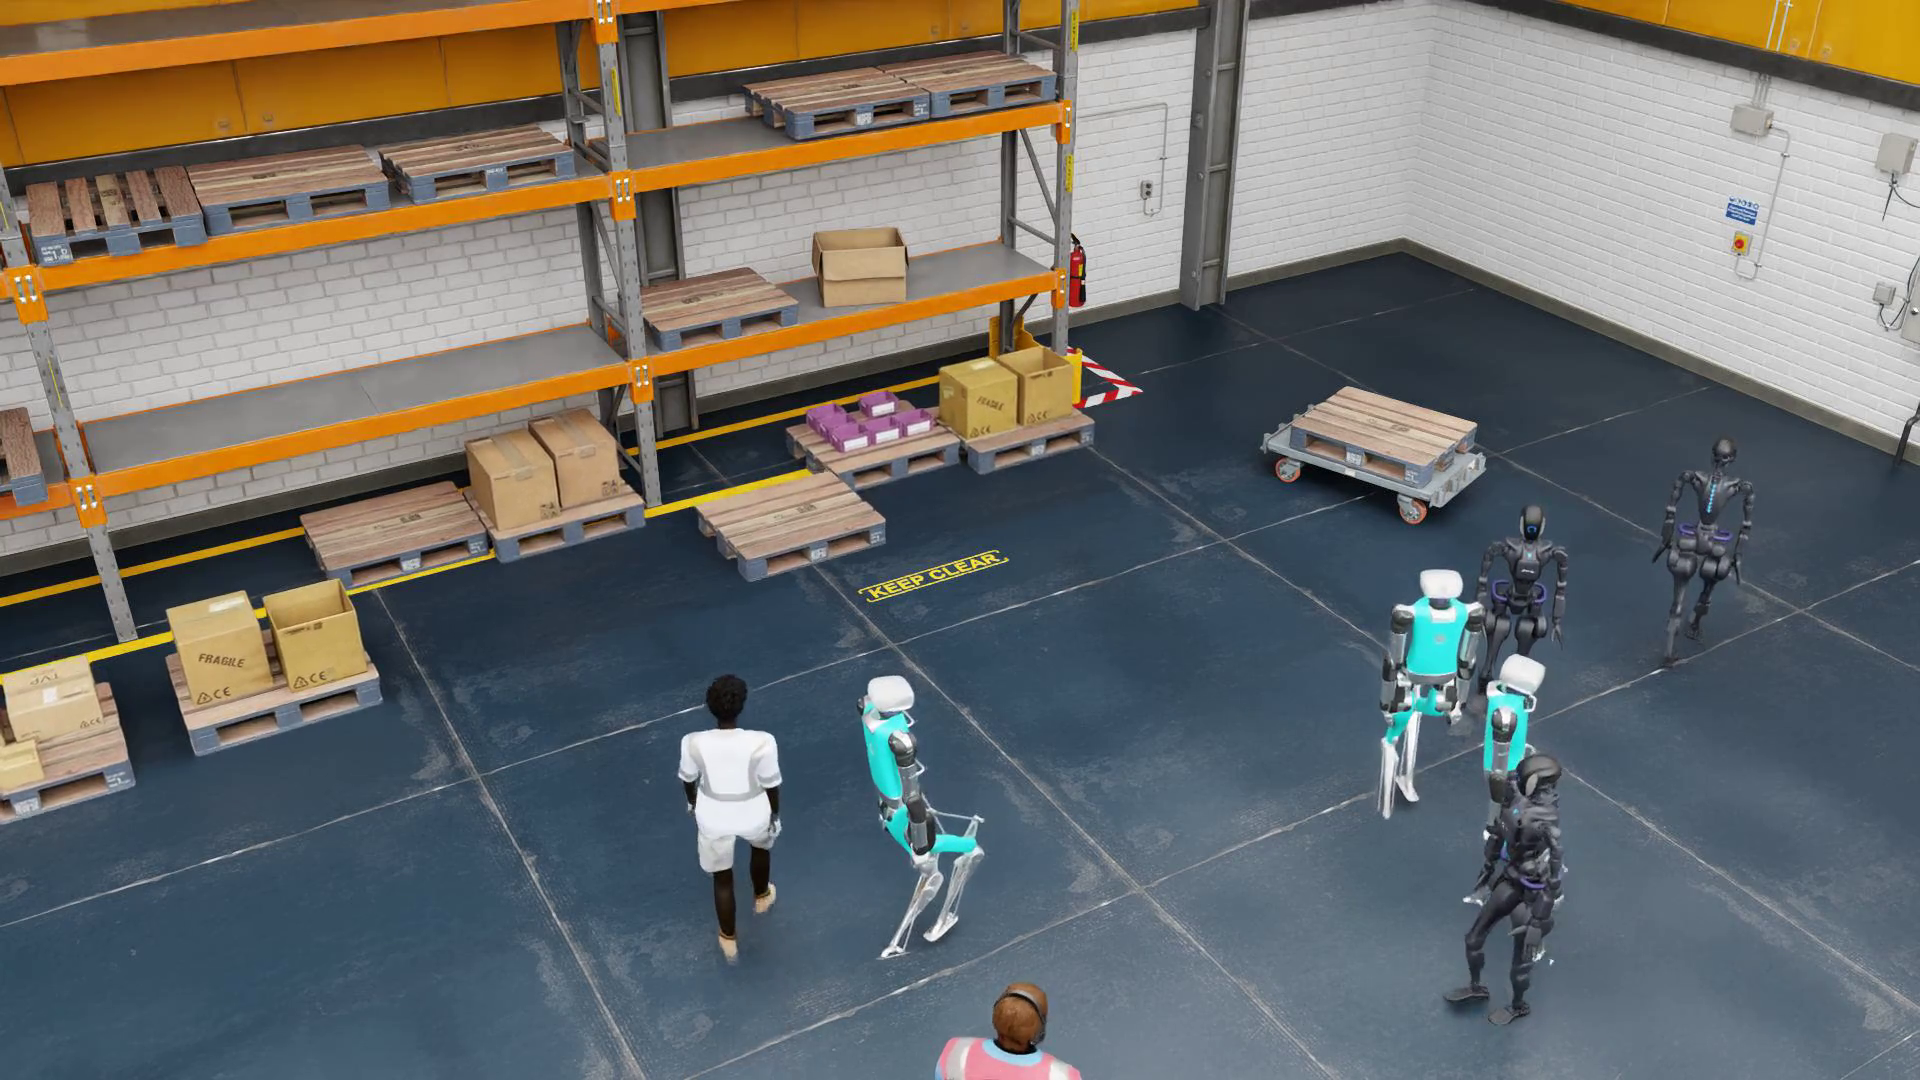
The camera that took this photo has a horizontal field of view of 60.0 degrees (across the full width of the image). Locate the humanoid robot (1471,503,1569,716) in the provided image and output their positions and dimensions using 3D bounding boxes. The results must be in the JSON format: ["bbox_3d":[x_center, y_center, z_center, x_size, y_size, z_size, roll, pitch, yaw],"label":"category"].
[{"bbox_3d":[3.598,0.480,10.699,0.600,1.645,0.350,5,30,9],"label":"humanoid robot"}]

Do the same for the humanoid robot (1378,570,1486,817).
[{"bbox_3d":[2.718,0.889,9.966,0.547,1.853,0.731,0,29,0],"label":"humanoid robot"}]

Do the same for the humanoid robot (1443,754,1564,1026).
[{"bbox_3d":[2.809,1.783,8.393,0.428,1.649,0.599,-6,30,-11],"label":"humanoid robot"}]

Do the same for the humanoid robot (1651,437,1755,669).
[{"bbox_3d":[5.122,0.064,11.482,0.589,1.615,0.743,15,33,24],"label":"humanoid robot"}]

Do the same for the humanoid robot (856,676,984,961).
[{"bbox_3d":[-0.153,1.467,8.911,0.800,1.793,0.558,-14,32,-23],"label":"humanoid robot"}]

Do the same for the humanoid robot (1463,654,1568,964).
[{"bbox_3d":[3.139,1.469,8.937,0.803,1.800,0.547,11,31,19],"label":"humanoid robot"}]

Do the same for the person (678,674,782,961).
[{"bbox_3d":[-1.221,1.445,8.981,0.555,1.660,0.688,-1,29,-2],"label":"person"}]

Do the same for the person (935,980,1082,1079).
[{"bbox_3d":[0.215,2.563,6.856,0.626,1.833,0.433,10,31,17],"label":"person"}]
